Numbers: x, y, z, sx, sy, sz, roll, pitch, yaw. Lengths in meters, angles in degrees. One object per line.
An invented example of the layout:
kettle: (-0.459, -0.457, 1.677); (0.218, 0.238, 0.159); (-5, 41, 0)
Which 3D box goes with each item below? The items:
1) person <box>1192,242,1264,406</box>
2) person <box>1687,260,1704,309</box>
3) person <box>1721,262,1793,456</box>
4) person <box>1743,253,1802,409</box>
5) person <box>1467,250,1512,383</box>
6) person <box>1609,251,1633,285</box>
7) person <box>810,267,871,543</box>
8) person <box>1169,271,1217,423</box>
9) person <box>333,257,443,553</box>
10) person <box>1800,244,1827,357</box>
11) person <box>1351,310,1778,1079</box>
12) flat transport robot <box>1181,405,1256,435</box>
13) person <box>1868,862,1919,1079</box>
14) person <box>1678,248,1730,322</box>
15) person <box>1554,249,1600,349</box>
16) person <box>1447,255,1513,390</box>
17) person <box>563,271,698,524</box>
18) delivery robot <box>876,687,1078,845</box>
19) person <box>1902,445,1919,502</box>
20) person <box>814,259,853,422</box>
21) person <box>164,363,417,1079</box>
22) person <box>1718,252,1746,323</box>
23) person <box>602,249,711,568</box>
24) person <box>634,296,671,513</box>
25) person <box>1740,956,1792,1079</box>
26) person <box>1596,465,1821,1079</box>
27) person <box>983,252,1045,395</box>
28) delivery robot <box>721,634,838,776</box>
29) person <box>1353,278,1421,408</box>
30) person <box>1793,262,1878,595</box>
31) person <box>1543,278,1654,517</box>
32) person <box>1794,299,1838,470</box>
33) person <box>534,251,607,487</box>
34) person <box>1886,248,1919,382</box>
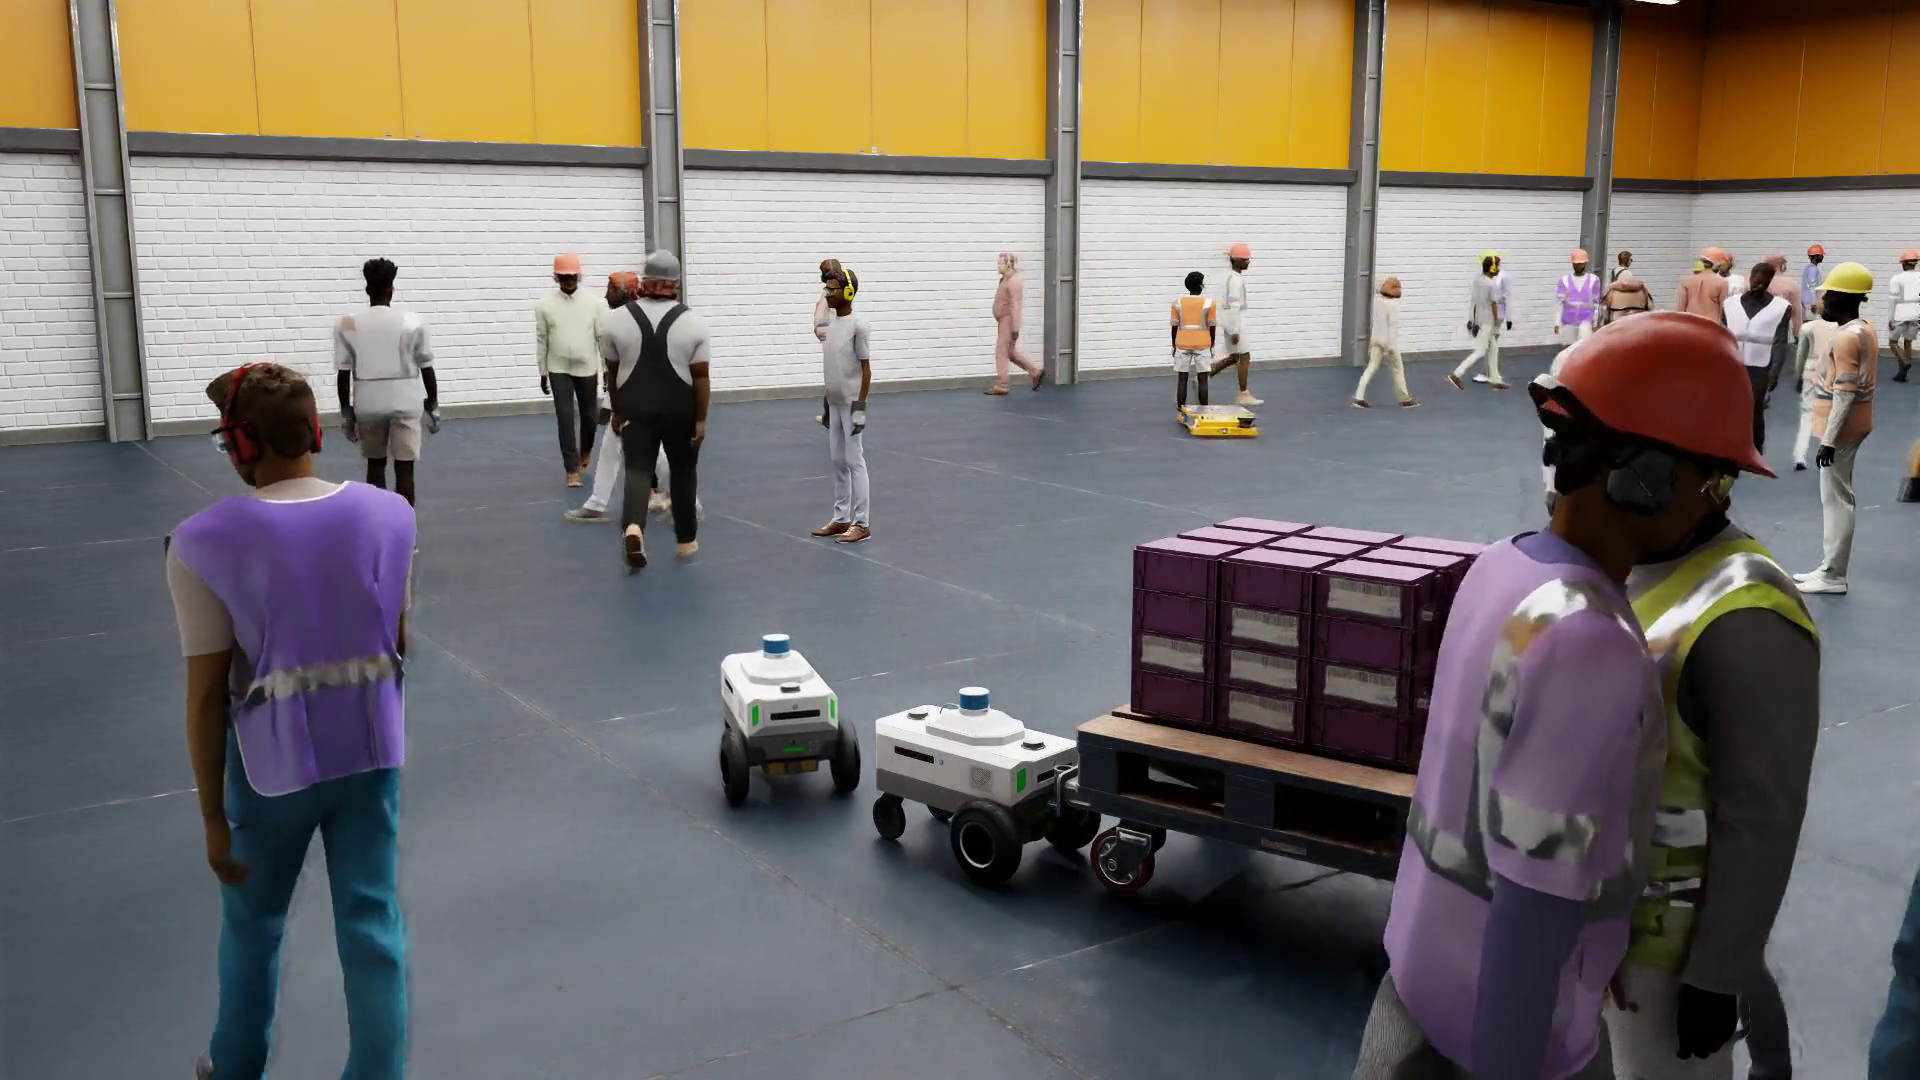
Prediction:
person: (3.328, -2.650, 20.471); (0.797, 2.019, 0.622); (0, 10, -3)
person: (12.023, -3.683, 27.009); (0.501, 1.683, 0.917); (3, 11, 16)
person: (7.027, -1.540, 14.851); (0.665, 1.862, 0.944); (9, 14, 41)
person: (9.924, -2.544, 20.290); (0.913, 1.866, 0.672); (-9, 14, -42)
person: (7.487, -3.174, 23.677); (0.796, 1.883, 0.604); (-7, 12, -33)
person: (11.035, -3.901, 27.815); (0.346, 1.842, 0.505); (-4, 11, -21)
person: (-0.802, -0.917, 11.367); (0.329, 1.872, 0.508); (-7, 13, -35)
person: (2.608, -2.154, 18.612); (0.536, 1.699, 0.322); (3, 11, 18)
person: (-3.725, -0.865, 10.888); (0.624, 1.945, 0.614); (-1, 10, -8)
person: (14.821, -4.158, 28.936); (0.351, 1.942, 0.545); (3, 11, 16)
person: (0.868, 0.659, 2.464); (1.081, 1.972, 0.639); (0, 10, 2)
flat transport robot: (2.757, -1.295, 17.823); (0.652, 0.197, 1.431); (0, 10, 2)
person: (1.498, 0.889, 2.177); (0.380, 1.608, 0.613); (-5, 12, -27)
person: (9.257, -2.668, 20.797); (0.986, 1.952, 0.614); (-6, 12, -30)
person: (8.289, -2.940, 22.360); (0.565, 1.902, 0.848); (4, 11, 19)
person: (7.099, -2.940, 22.576); (0.918, 1.837, 0.528); (-1, 10, -6)
person: (-2.369, -1.009, 11.991); (0.976, 1.840, 0.586); (-1, 10, -6)
delivery robot: (0.046, 0.741, 5.627); (0.707, 0.478, 0.477); (9, 14, 41)
person: (7.880, -1.214, 12.964); (0.980, 1.884, 0.561); (-1, 10, -6)
person: (-1.408, -2.201, 18.504); (0.429, 1.837, 0.621); (-4, 11, -20)
person: (-1.504, 0.503, 3.761); (0.557, 1.797, 0.899); (-9, 14, -41)
person: (10.236, -2.914, 22.326); (0.413, 1.866, 0.616); (-7, 12, -32)
person: (-1.912, -0.851, 10.540); (0.682, 2.000, 0.905); (0, 10, -2)
person: (-2.359, -1.021, 12.493); (0.583, 1.653, 0.540); (-8, 13, -36)
person: (1.595, 0.620, 3.723); (0.862, 1.584, 0.574); (-3, 11, -17)
person: (1.182, 0.641, 2.909); (0.429, 1.839, 0.634); (0, 10, -2)
person: (0.718, -2.852, 21.947); (0.763, 1.880, 0.651); (-1, 10, -3)
delivery robot: (-0.700, 0.605, 6.375); (0.477, 0.478, 0.707); (-3, 11, -17)
person: (5.192, -2.390, 20.213); (0.858, 1.588, 0.500); (-4, 11, -20)
person: (5.114, -0.643, 9.703); (0.364, 1.930, 0.588); (7, 12, 32)
person: (3.074, -0.264, 7.758); (0.666, 1.877, 0.800); (1, 10, 8)
person: (7.765, -1.427, 14.941); (0.532, 1.588, 0.865); (8, 13, 39)
person: (-3.264, -1.457, 14.072); (0.622, 1.963, 0.835); (-2, 11, -13)
person: (13.512, -3.189, 23.705); (0.543, 1.914, 0.581); (1, 10, 7)
